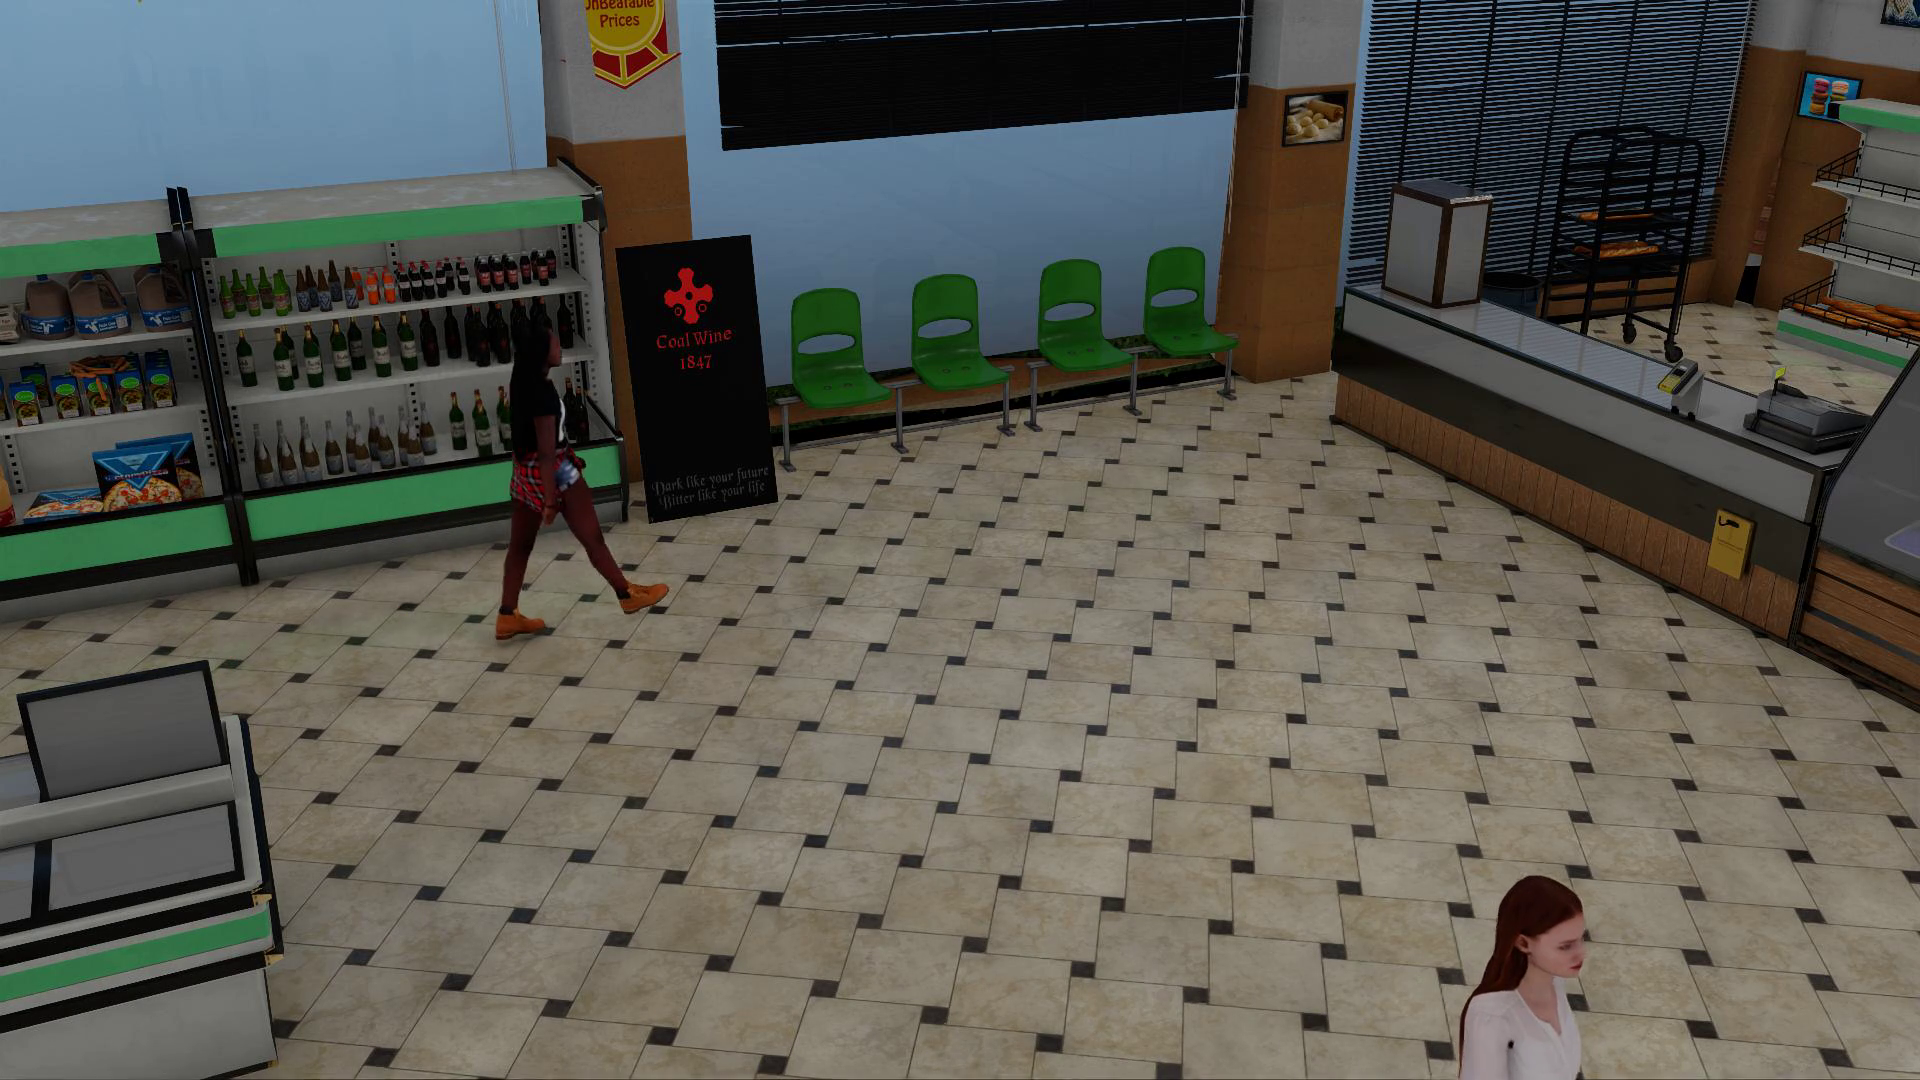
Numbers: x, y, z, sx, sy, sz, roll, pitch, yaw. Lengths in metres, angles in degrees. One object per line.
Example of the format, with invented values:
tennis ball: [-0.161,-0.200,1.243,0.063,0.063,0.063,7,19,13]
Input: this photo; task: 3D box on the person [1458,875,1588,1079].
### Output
person: [1.373,1.608,4.256,0.718,1.759,0.577,18,30,36]

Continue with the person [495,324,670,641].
person: [-2.224,-0.246,8.592,1.184,1.680,0.723,-15,28,-31]
